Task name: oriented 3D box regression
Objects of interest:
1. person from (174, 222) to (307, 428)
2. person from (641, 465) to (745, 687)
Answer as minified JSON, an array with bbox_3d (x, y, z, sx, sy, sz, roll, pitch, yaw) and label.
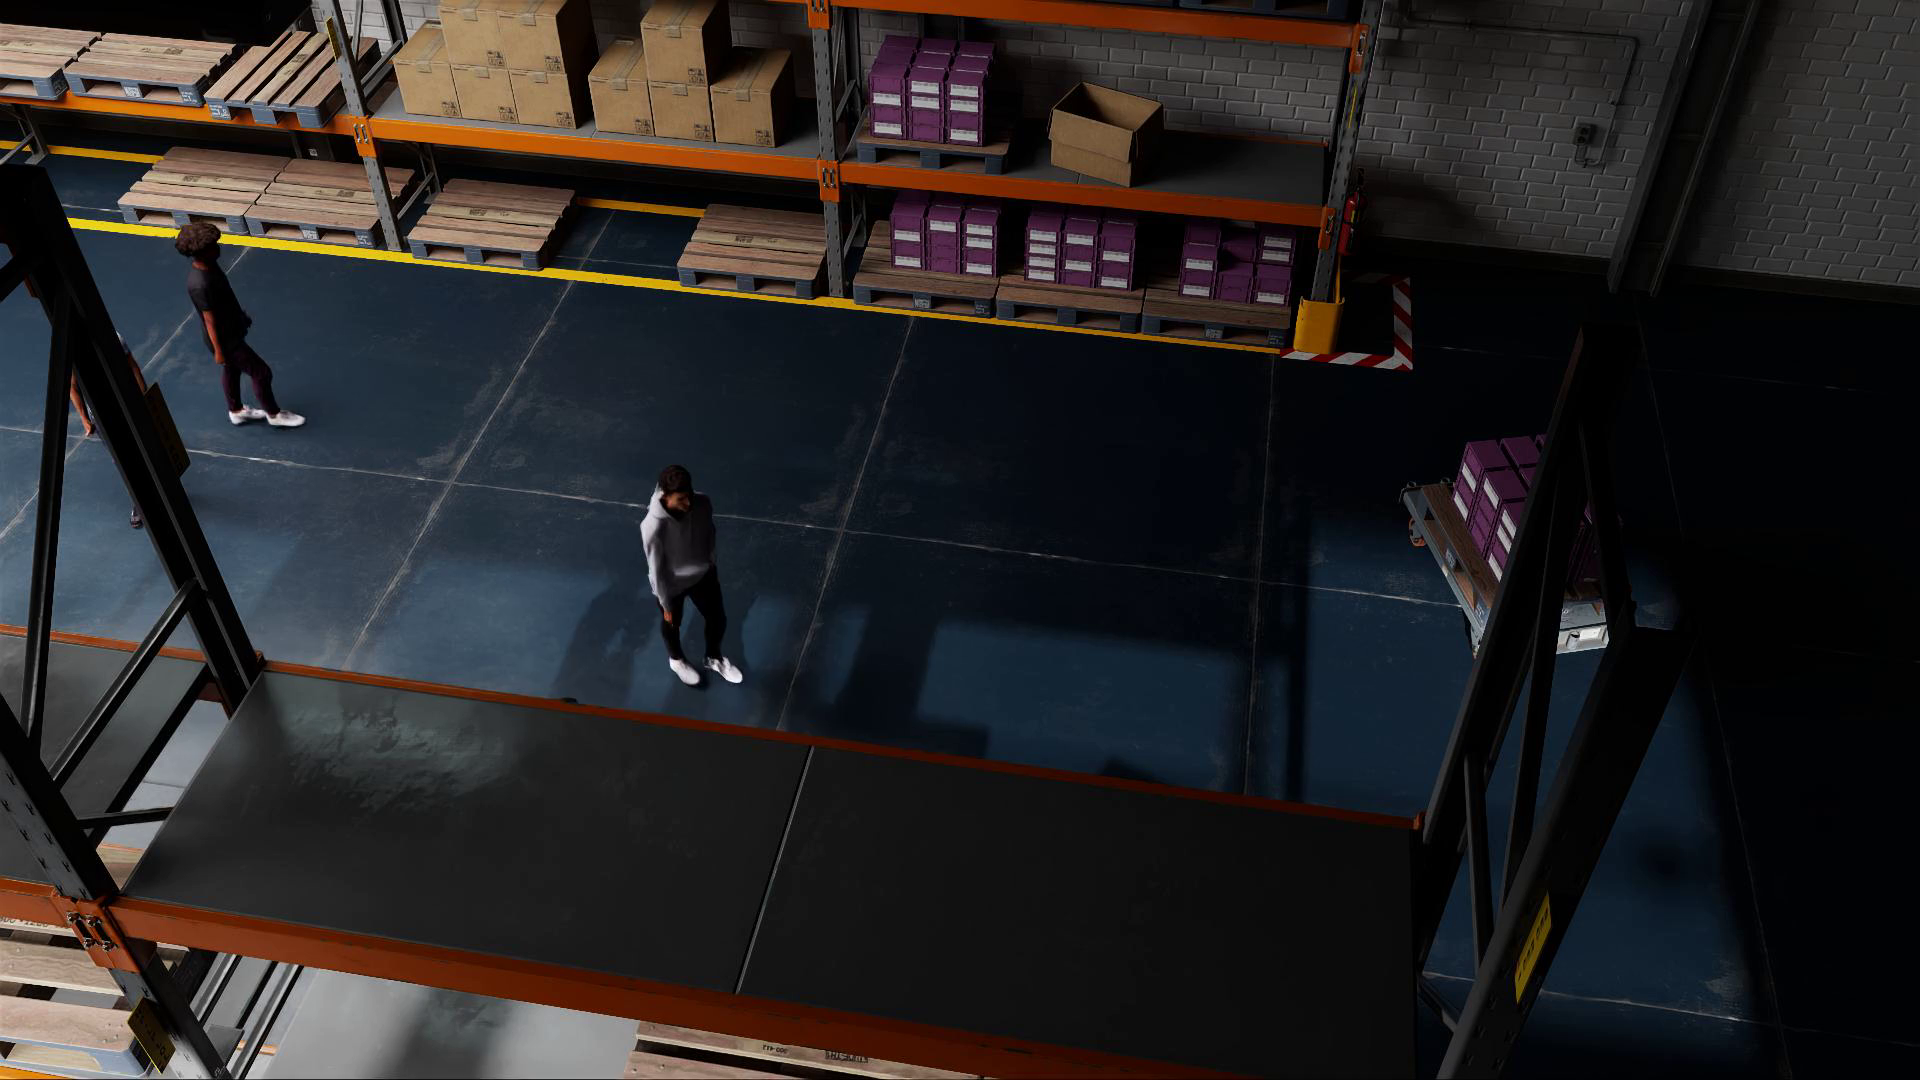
[{"bbox_3d":[-5.541,-1.546,12.350,0.915,1.759,0.820,-12,45,-12],"label":"person"},{"bbox_3d":[-1.809,0.183,10.432,0.856,1.901,0.909,-31,52,-29],"label":"person"}]
